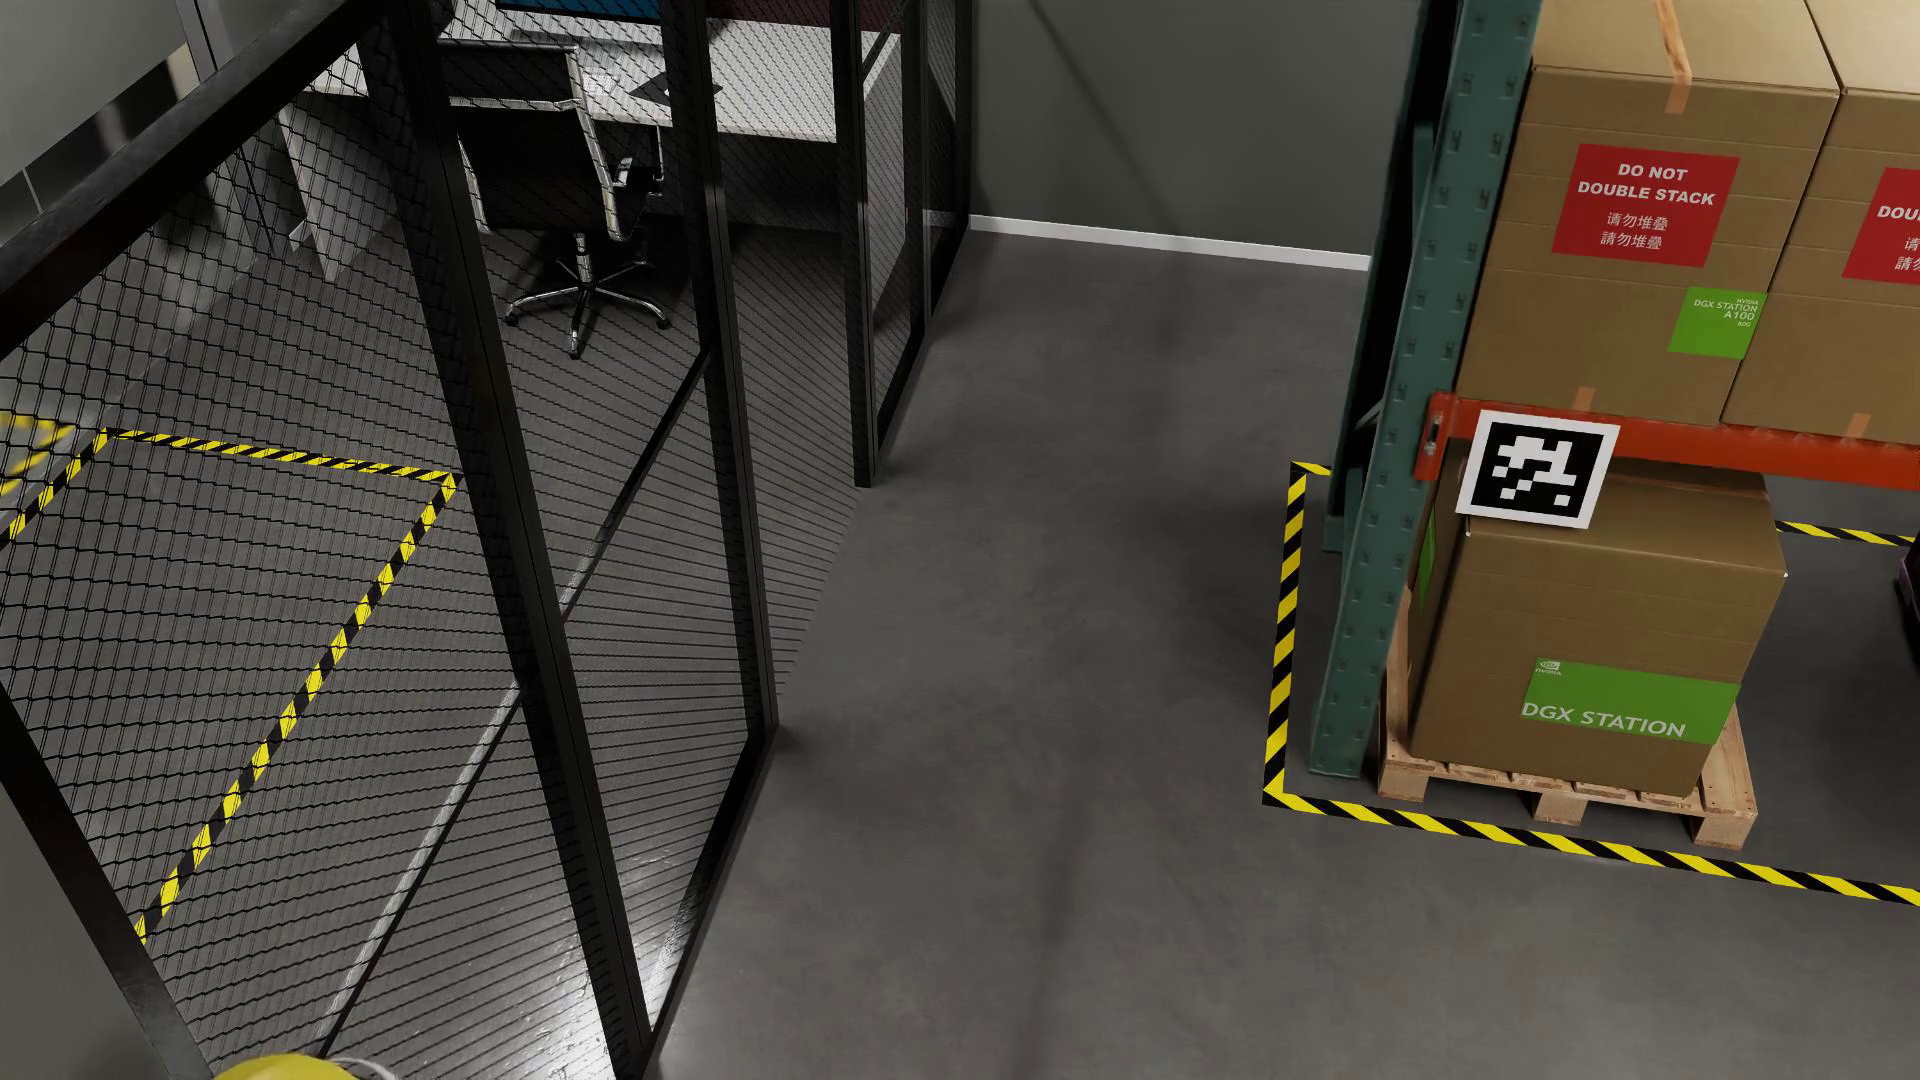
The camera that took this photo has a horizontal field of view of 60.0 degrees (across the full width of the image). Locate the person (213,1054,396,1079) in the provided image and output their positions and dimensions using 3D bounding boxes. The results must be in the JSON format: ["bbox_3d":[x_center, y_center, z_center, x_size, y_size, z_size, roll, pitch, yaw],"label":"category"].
[{"bbox_3d":[-0.679,1.226,2.166,0.601,1.831,0.404,12,42,14],"label":"person"}]
